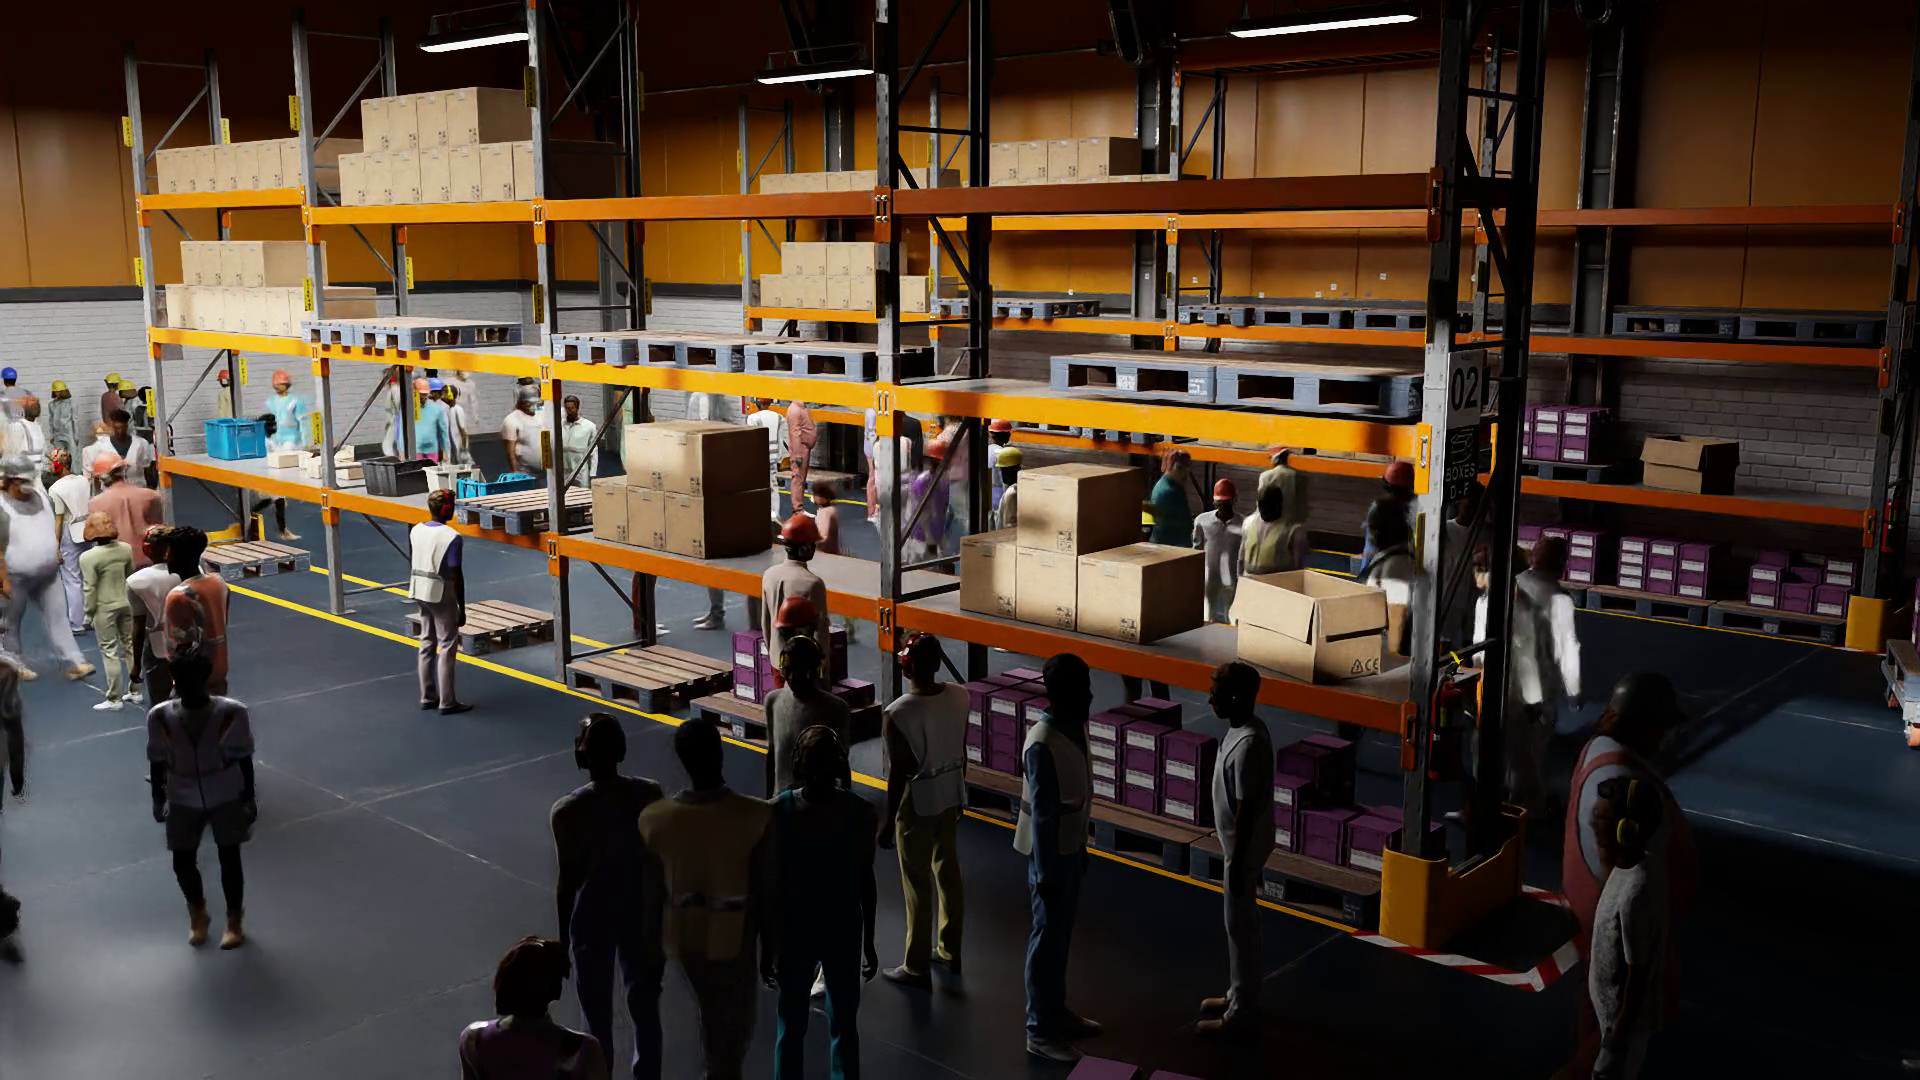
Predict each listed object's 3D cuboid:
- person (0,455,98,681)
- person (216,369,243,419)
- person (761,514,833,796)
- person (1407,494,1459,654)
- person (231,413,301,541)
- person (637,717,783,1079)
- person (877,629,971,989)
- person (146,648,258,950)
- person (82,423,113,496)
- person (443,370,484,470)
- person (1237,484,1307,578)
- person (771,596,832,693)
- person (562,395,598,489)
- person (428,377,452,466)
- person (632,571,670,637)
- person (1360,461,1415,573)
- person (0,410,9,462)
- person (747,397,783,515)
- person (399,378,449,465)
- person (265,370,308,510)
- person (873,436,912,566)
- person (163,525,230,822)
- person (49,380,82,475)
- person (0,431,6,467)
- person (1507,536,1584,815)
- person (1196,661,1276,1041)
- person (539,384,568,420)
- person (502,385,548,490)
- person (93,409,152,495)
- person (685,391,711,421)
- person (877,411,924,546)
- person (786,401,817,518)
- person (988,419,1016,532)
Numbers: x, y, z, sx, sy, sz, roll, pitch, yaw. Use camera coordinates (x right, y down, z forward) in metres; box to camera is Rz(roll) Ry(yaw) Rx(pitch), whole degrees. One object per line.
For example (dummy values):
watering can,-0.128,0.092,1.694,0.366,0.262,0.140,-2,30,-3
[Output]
person,-7.950,0.246,14.298,0.966,2.000,0.710,5,11,26
person,-12.107,-1.953,27.565,0.340,1.744,0.581,2,10,9
person,-1.075,0.816,11.209,0.620,1.994,0.381,9,14,42
person,4.040,0.303,14.304,0.378,1.929,0.635,-4,11,-23
person,-8.924,-0.797,21.253,0.767,1.666,0.529,-4,11,-21
person,-1.029,1.668,6.764,0.589,1.875,0.872,3,10,17
person,-0.171,1.371,8.487,0.389,1.847,0.563,9,14,42
person,-4.029,1.384,8.878,0.559,1.677,0.367,-3,10,-15
person,-10.431,-0.620,20.344,0.507,1.632,0.274,-4,11,-23
person,-8.415,-2.053,27.859,1.107,1.852,0.634,7,12,33
person,2.640,0.409,14.058,0.635,1.807,0.813,10,14,43
person,-0.926,1.184,9.813,0.346,1.746,0.573,-1,10,-7
person,-4.848,-0.869,20.945,0.596,1.921,0.385,2,10,10
person,-7.307,-1.311,23.363,0.384,1.949,0.604,-5,11,-24
person,-3.042,0.001,16.083,0.414,1.907,0.592,-5,11,-27
person,3.548,0.346,13.787,0.447,2.030,0.608,1,10,3
person,-13.145,-1.111,22.424,0.644,1.884,0.795,-9,14,-42
person,-2.610,-1.068,22.205,0.566,1.880,0.358,-10,14,-43
person,-7.331,-1.226,22.789,0.643,1.977,0.447,-5,11,-27
person,-9.774,-1.486,24.199,0.615,2.006,1.026,3,10,17
person,-0.786,-0.569,19.404,0.610,1.864,0.429,-8,13,-38
person,-5.021,0.874,10.956,0.361,1.965,0.614,1,10,3
person,-13.770,-1.592,25.565,0.485,1.737,0.324,2,10,9
person,-12.193,-0.789,20.649,0.600,1.885,0.934,-9,14,-43
person,3.880,0.905,10.996,0.571,1.886,0.660,-2,10,-12
person,1.330,1.473,7.946,0.349,1.839,0.503,2,10,10
person,-5.563,-1.177,22.597,0.600,1.958,0.377,-5,11,-26
person,-5.426,-0.961,21.127,0.536,2.000,0.688,7,12,33
person,-9.817,-0.599,19.513,0.626,1.906,0.861,-5,11,-28
person,-3.940,-1.583,24.961,0.420,1.932,0.619,-6,12,-30
person,-0.749,-0.916,20.998,0.612,1.995,0.377,2,10,10
person,-2.169,-1.210,22.910,0.406,1.911,0.639,0,10,2
person,0.447,-0.404,18.304,0.380,1.934,0.550,-6,11,-29
